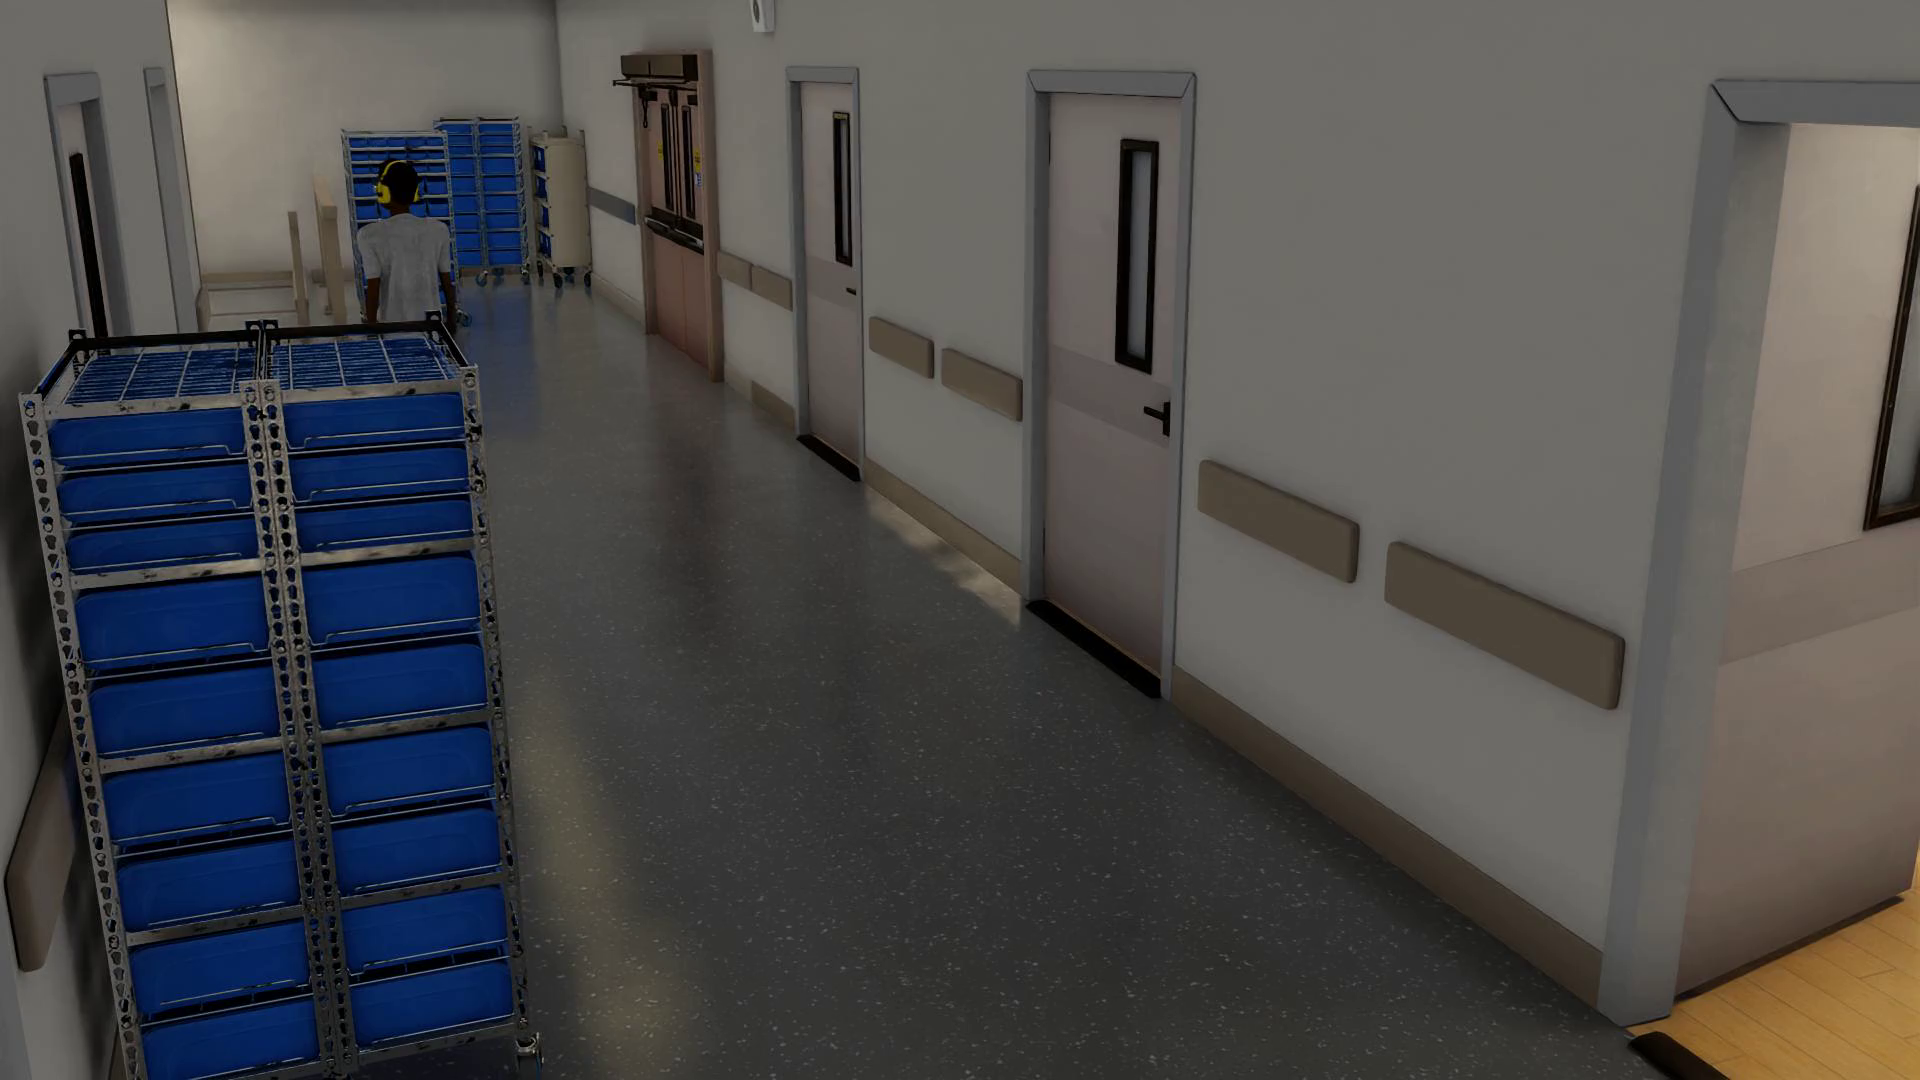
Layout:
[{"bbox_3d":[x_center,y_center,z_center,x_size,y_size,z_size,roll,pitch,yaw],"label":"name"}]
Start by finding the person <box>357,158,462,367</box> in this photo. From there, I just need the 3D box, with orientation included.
[{"bbox_3d":[-2.952,-1.096,8.946,0.531,1.876,0.322,-13,21,-38],"label":"person"}]
